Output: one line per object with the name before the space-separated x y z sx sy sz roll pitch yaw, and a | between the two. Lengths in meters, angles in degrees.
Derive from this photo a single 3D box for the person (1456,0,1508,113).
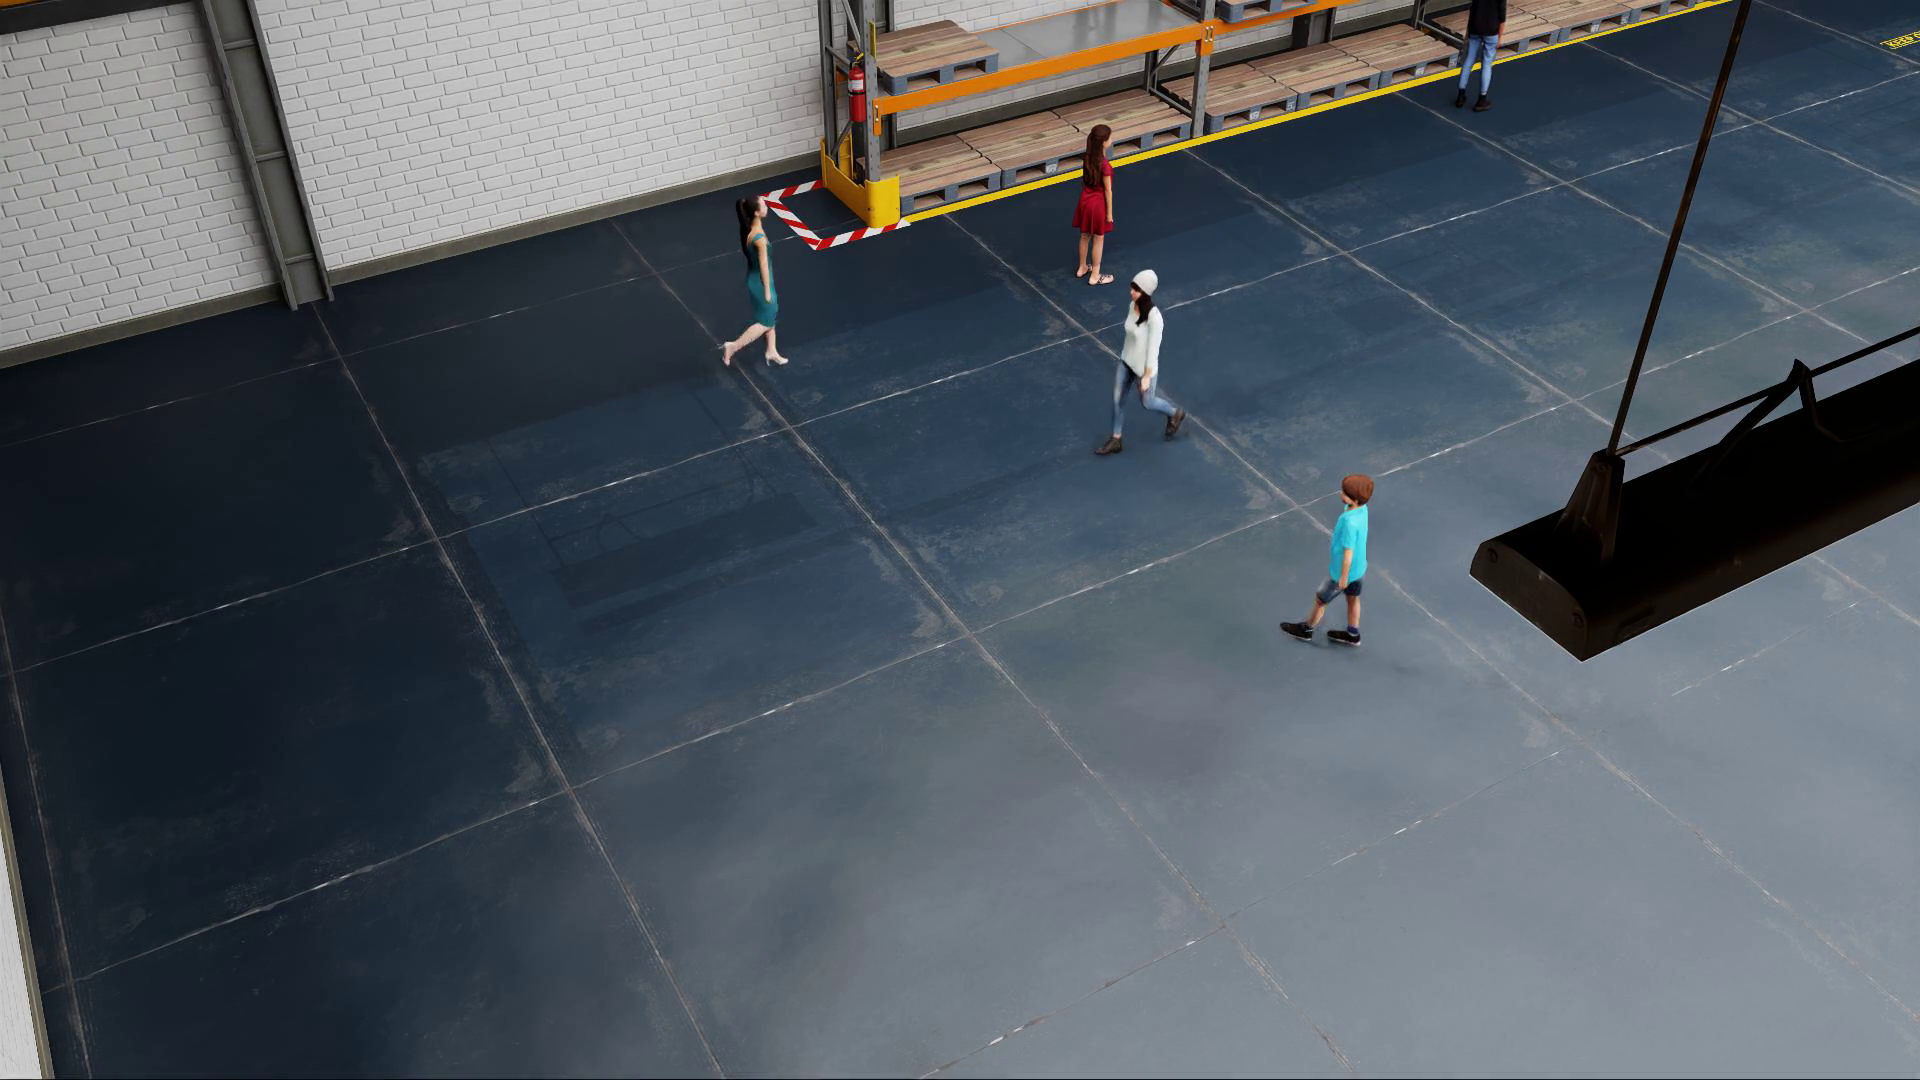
person | 5.798 -5.600 18.416 0.643 1.701 0.644 28 46 30

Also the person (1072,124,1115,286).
person | 1.256 -3.124 15.435 0.617 1.553 0.562 -24 44 -27

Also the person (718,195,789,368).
person | -1.763 -2.136 14.102 0.871 1.673 0.621 -15 41 -18

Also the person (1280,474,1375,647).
person | 2.723 0.175 11.400 0.847 1.432 0.830 17 41 20

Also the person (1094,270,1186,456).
person | 1.495 -1.401 13.225 1.038 1.617 0.582 -21 43 -24
